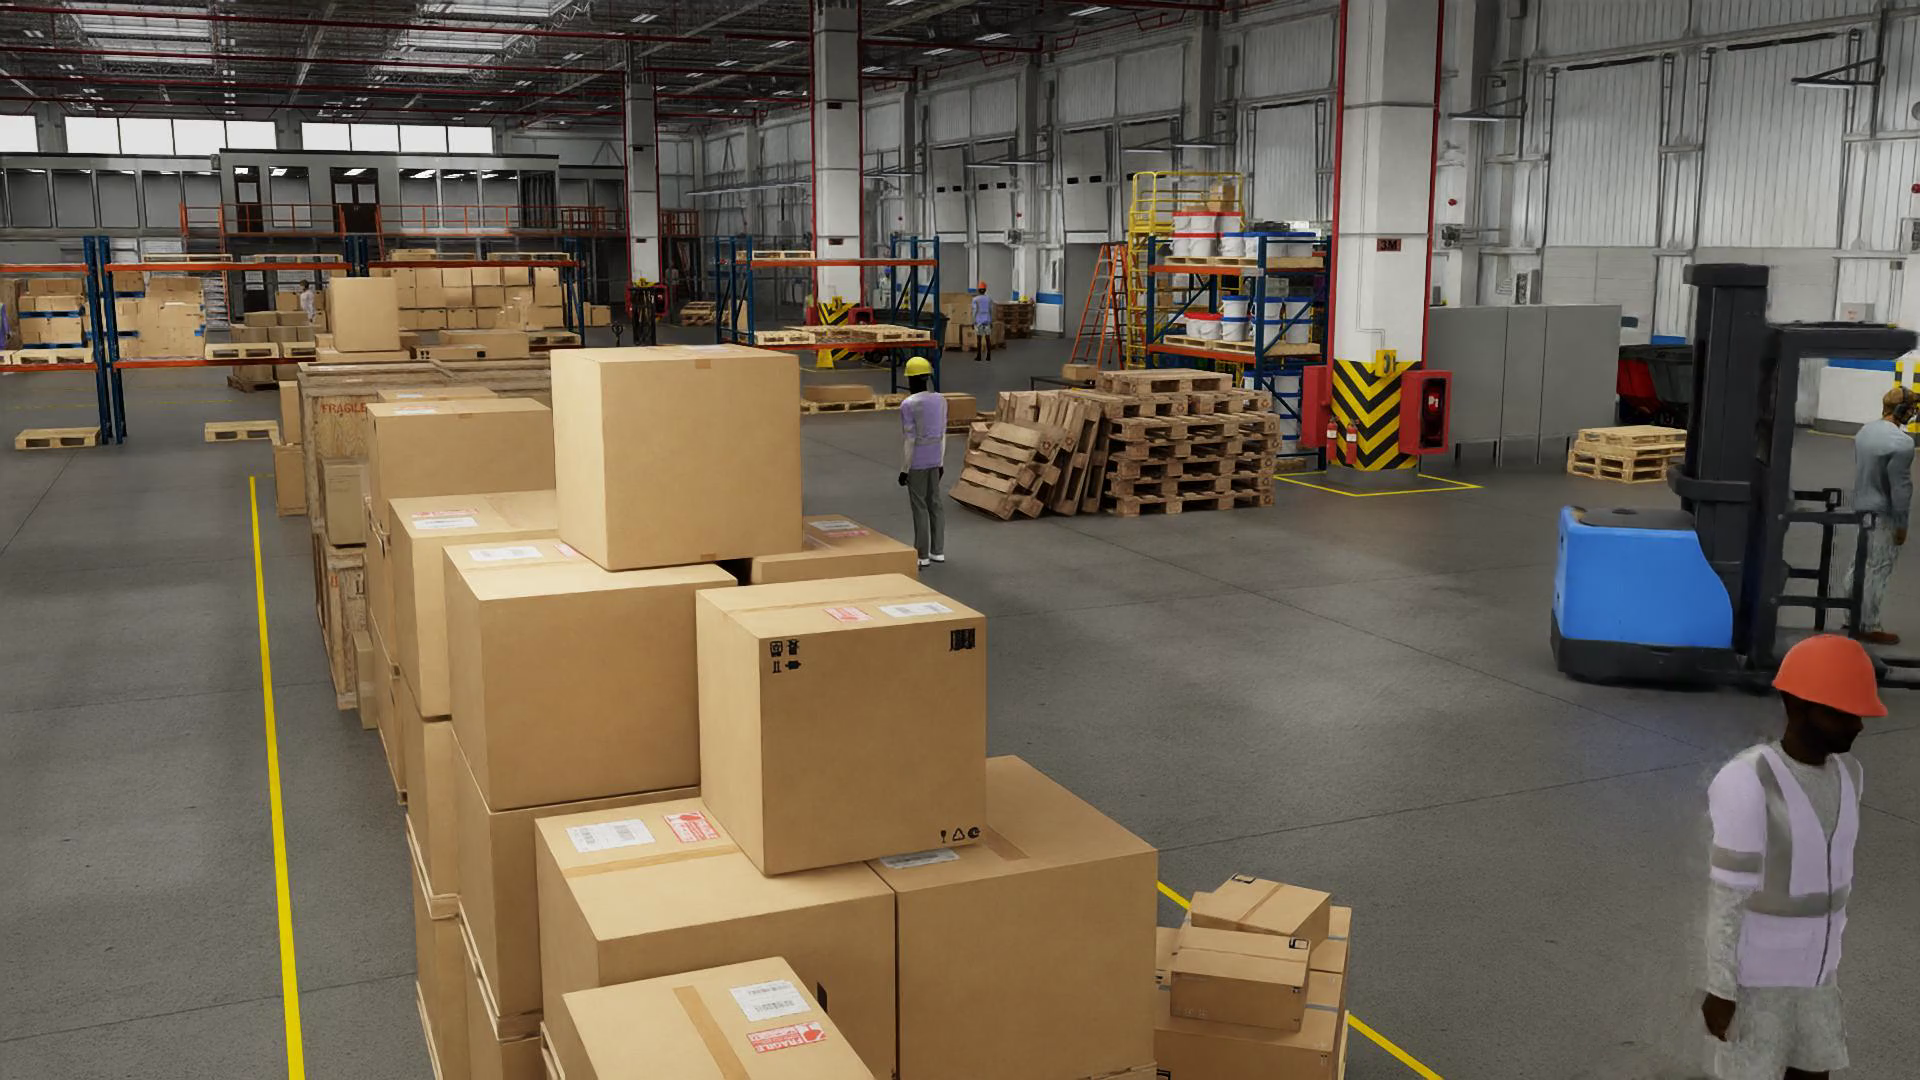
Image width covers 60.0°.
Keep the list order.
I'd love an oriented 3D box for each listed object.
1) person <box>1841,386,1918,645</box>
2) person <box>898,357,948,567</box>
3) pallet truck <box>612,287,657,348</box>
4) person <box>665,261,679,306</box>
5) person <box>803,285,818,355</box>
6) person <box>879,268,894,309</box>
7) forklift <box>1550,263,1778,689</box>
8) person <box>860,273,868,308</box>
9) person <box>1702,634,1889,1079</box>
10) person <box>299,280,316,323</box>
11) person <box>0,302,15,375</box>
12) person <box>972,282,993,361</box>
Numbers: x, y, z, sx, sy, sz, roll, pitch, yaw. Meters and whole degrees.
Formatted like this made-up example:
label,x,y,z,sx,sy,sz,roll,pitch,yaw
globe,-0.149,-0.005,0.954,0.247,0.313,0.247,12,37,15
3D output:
label,x,y,z,sx,sy,sz,roll,pitch,yaw
person,6.817,-0.180,12.317,0.373,1.928,0.638,0,10,1
person,-0.362,-0.717,15.276,0.385,1.922,0.594,8,13,37
pallet truck,-6.464,-4.406,35.401,0.823,1.965,1.885,6,12,32
person,-12.857,-11.445,74.238,0.612,1.986,0.407,-1,10,-4
person,-3.751,-5.736,43.265,0.623,1.812,0.853,2,10,9
person,-2.573,-8.710,59.291,0.611,1.938,0.416,-2,11,-12
forklift,5.089,-0.465,11.248,1.873,2.768,1.129,3,11,16
person,-3.321,-7.845,54.673,0.619,1.873,0.974,-1,10,-4
person,2.318,1.182,4.824,0.559,1.919,0.622,-4,11,-23
person,-17.040,-5.834,43.482,0.374,1.932,0.623,-10,14,-44
person,-21.245,-4.589,36.630,0.587,1.920,0.391,0,10,0
person,0.548,-5.369,40.872,0.542,1.939,0.362,-3,11,-15
